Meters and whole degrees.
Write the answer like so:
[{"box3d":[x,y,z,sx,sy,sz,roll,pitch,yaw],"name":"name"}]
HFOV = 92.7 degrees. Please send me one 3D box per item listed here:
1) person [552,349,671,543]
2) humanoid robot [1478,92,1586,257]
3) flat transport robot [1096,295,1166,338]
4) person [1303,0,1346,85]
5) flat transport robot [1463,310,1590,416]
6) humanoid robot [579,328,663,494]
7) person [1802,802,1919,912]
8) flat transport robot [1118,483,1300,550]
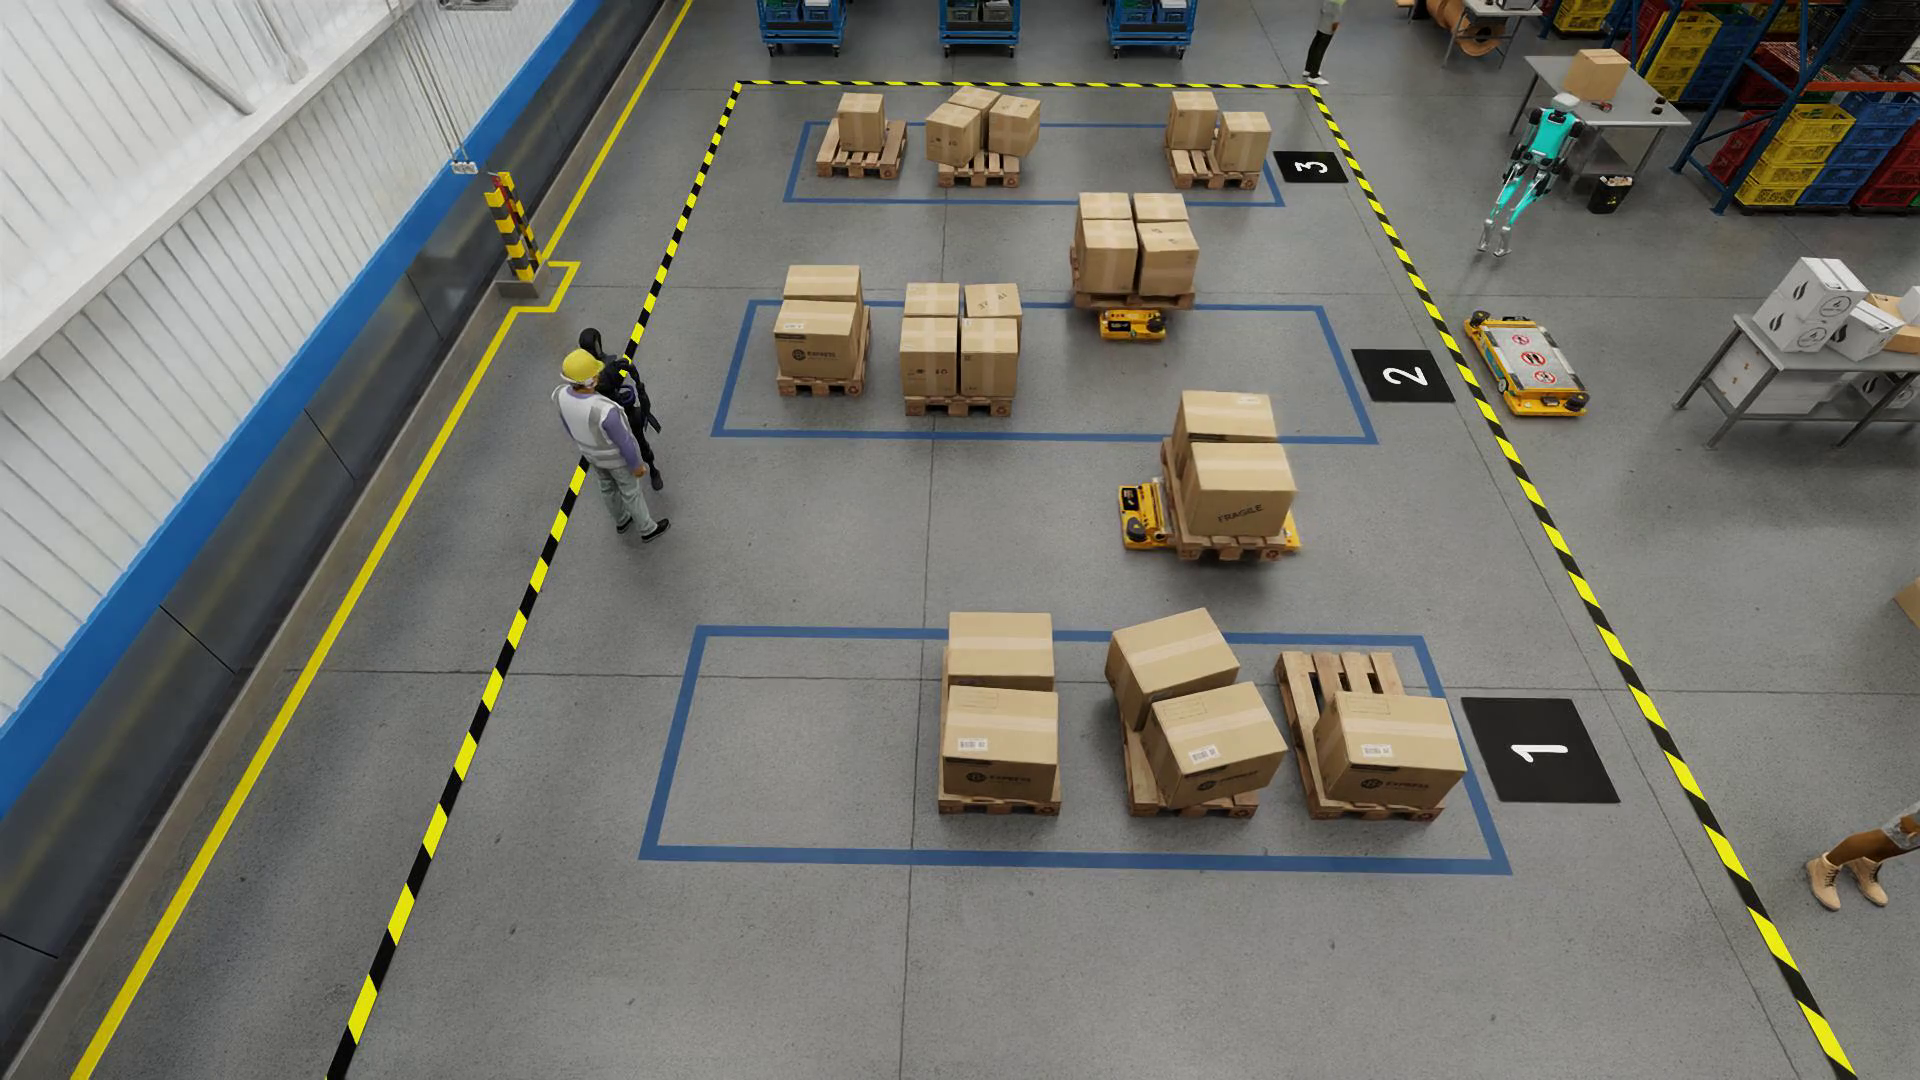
[{"box3d":[-2.708,-0.699,7.105,0.598,1.827,0.404,21,52,18],"name":"person"},{"box3d":[5.983,-3.807,9.769,0.735,1.677,0.533,-35,58,-27],"name":"humanoid robot"},{"box3d":[1.793,-2.673,9.828,0.652,0.197,1.431,1,49,1],"name":"flat transport robot"},{"box3d":[5.281,-7.452,12.940,0.406,1.847,0.589,1,49,1],"name":"person"},{"box3d":[5.573,-1.757,9.054,0.659,0.231,1.431,1,49,1],"name":"flat transport robot"},{"box3d":[-2.786,-1.030,7.483,0.599,1.657,0.315,-7,50,-6],"name":"humanoid robot"},{"box3d":[5.580,1.520,5.047,0.611,2.041,0.377,-2,49,-2],"name":"person"},{"box3d":[2.086,-0.228,7.712,1.431,0.197,0.652,1,49,1],"name":"flat transport robot"}]
